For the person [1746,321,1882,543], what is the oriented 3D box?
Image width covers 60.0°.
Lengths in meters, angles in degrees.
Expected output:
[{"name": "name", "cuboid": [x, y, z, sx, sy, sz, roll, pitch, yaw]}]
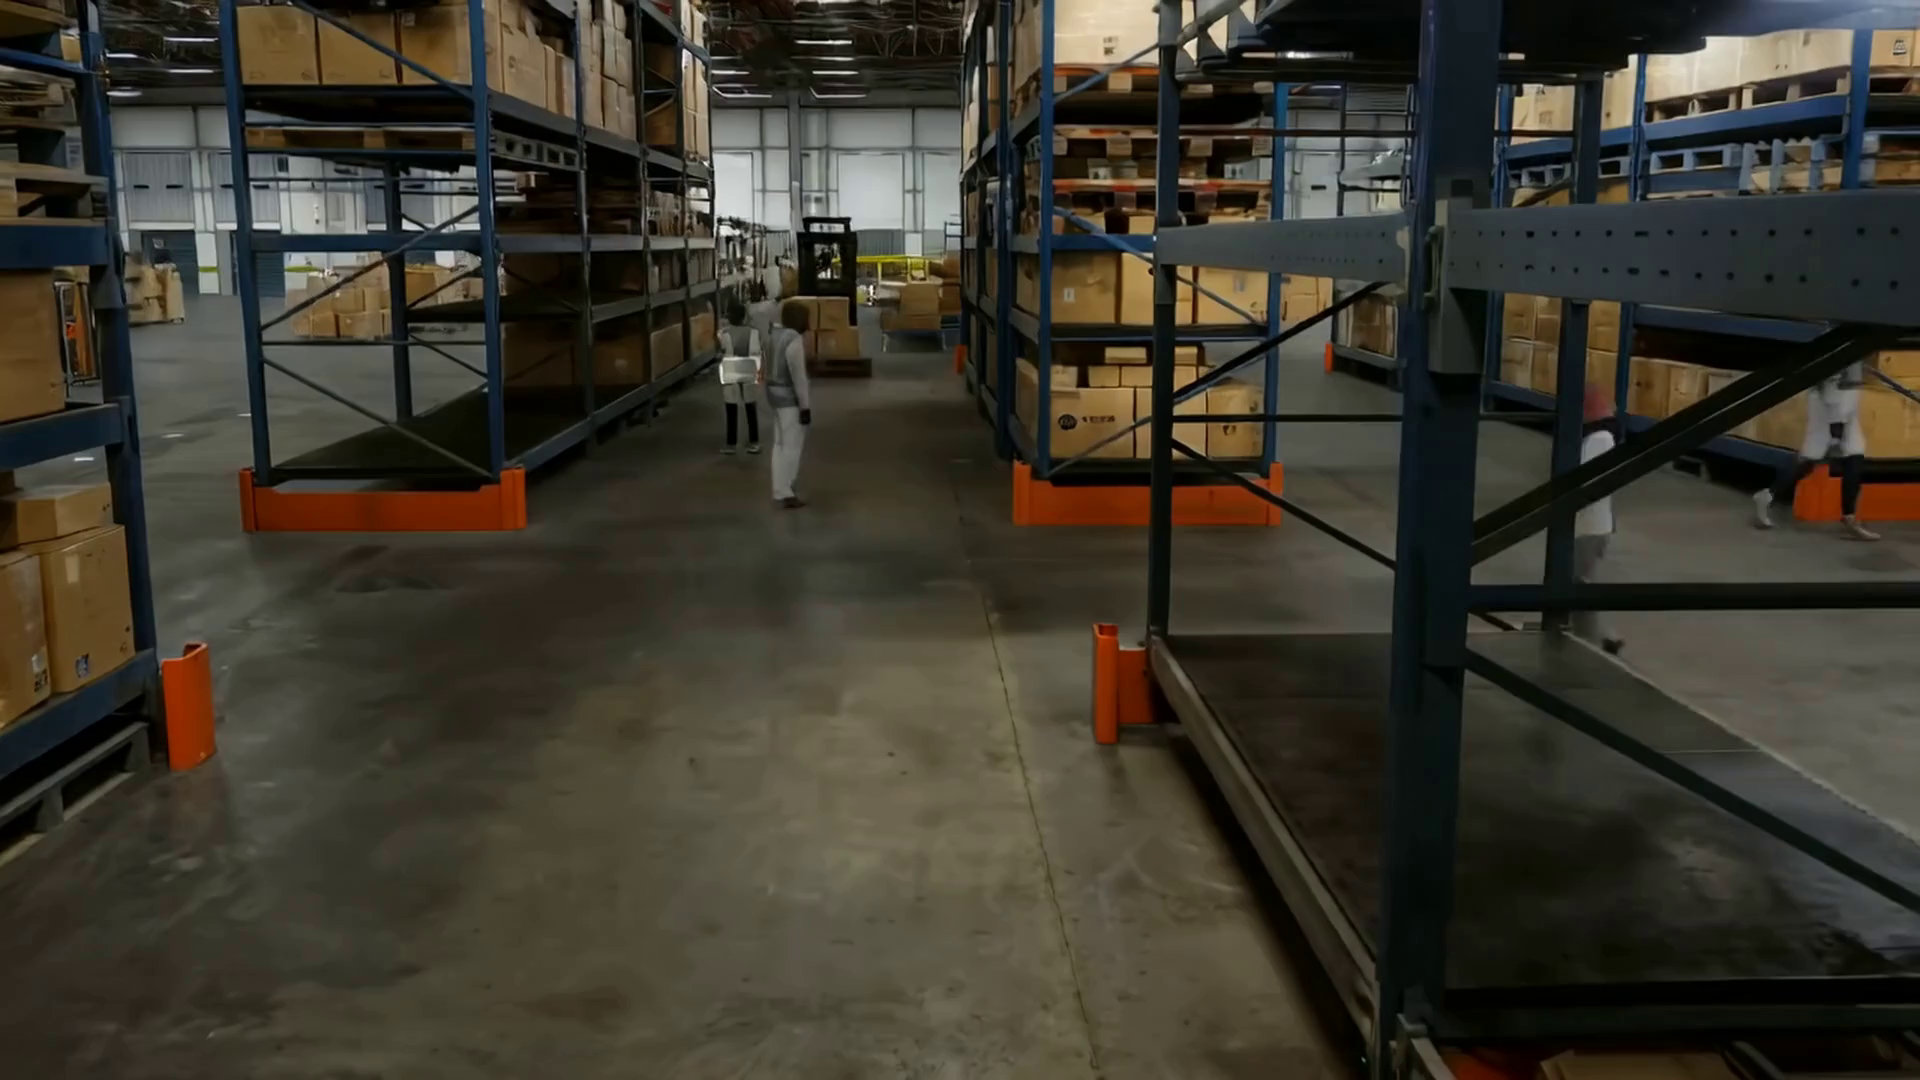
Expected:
[{"name": "person", "cuboid": [6.871, -1.007, 13.230, 0.634, 1.988, 0.992, -8, 13, -38]}]

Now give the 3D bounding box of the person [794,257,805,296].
[{"name": "person", "cuboid": [-5.757, -9.326, 59.991, 0.515, 1.829, 0.408, -10, 14, -43]}]

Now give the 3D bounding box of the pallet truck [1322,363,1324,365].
[{"name": "pallet truck", "cuboid": [7.712, -4.157, 30.737, 1.885, 1.965, 0.823, 3, 11, 16]}]

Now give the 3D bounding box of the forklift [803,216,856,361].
[{"name": "forklift", "cuboid": [-2.528, -4.814, 31.937, 1.129, 2.768, 1.873, 0, 10, -2]}]

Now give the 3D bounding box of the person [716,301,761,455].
[{"name": "person", "cuboid": [-2.447, -1.791, 18.391, 0.535, 1.699, 0.318, -6, 12, -31]}]

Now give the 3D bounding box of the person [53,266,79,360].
[{"name": "person", "cuboid": [-17.724, -4.525, 32.954, 0.543, 1.939, 0.360, -6, 12, -29]}]

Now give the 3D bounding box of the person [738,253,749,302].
[{"name": "person", "cuboid": [-8.445, -10.188, 64.564, 0.562, 1.912, 0.462, -2, 10, -10]}]

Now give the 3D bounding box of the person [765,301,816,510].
[{"name": "person", "cuboid": [-1.487, -1.180, 14.633, 0.433, 1.831, 0.666, -4, 11, -21]}]

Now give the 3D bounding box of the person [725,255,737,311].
[{"name": "person", "cuboid": [-7.601, -8.576, 55.597, 0.643, 1.903, 0.630, 1, 10, 4]}]

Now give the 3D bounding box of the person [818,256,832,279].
[{"name": "person", "cuboid": [-3.723, -6.912, 46.171, 0.367, 1.966, 0.607, -5, 11, -27]}]

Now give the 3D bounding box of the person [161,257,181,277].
[{"name": "person", "cuboid": [-27.776, -9.039, 58.501, 0.726, 1.807, 0.433, -2, 10, -11]}]

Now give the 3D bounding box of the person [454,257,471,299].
[{"name": "person", "cuboid": [-15.329, -7.801, 51.384, 0.994, 1.876, 0.660, 6, 12, 31]}]

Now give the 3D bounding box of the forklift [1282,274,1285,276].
[{"name": "forklift", "cuboid": [12.242, -10.301, 62.508, 1.129, 2.768, 1.873, 0, 10, -2]}]

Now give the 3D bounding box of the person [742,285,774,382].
[{"name": "person", "cuboid": [-3.339, -3.392, 27.476, 0.533, 1.637, 0.917, -1, 10, -4]}]

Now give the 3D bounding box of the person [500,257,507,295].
[{"name": "person", "cuboid": [-14.373, -7.984, 52.400, 1.030, 1.891, 0.633, -8, 13, -37]}]

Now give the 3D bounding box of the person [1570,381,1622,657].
[{"name": "person", "cuboid": [3.271, -0.036, 8.813, 0.347, 1.616, 0.496, 5, 11, 27]}]

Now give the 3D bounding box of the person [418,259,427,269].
[{"name": "person", "cuboid": [-20.271, -9.757, 62.786, 0.320, 1.692, 0.531, 1, 10, 3]}]
